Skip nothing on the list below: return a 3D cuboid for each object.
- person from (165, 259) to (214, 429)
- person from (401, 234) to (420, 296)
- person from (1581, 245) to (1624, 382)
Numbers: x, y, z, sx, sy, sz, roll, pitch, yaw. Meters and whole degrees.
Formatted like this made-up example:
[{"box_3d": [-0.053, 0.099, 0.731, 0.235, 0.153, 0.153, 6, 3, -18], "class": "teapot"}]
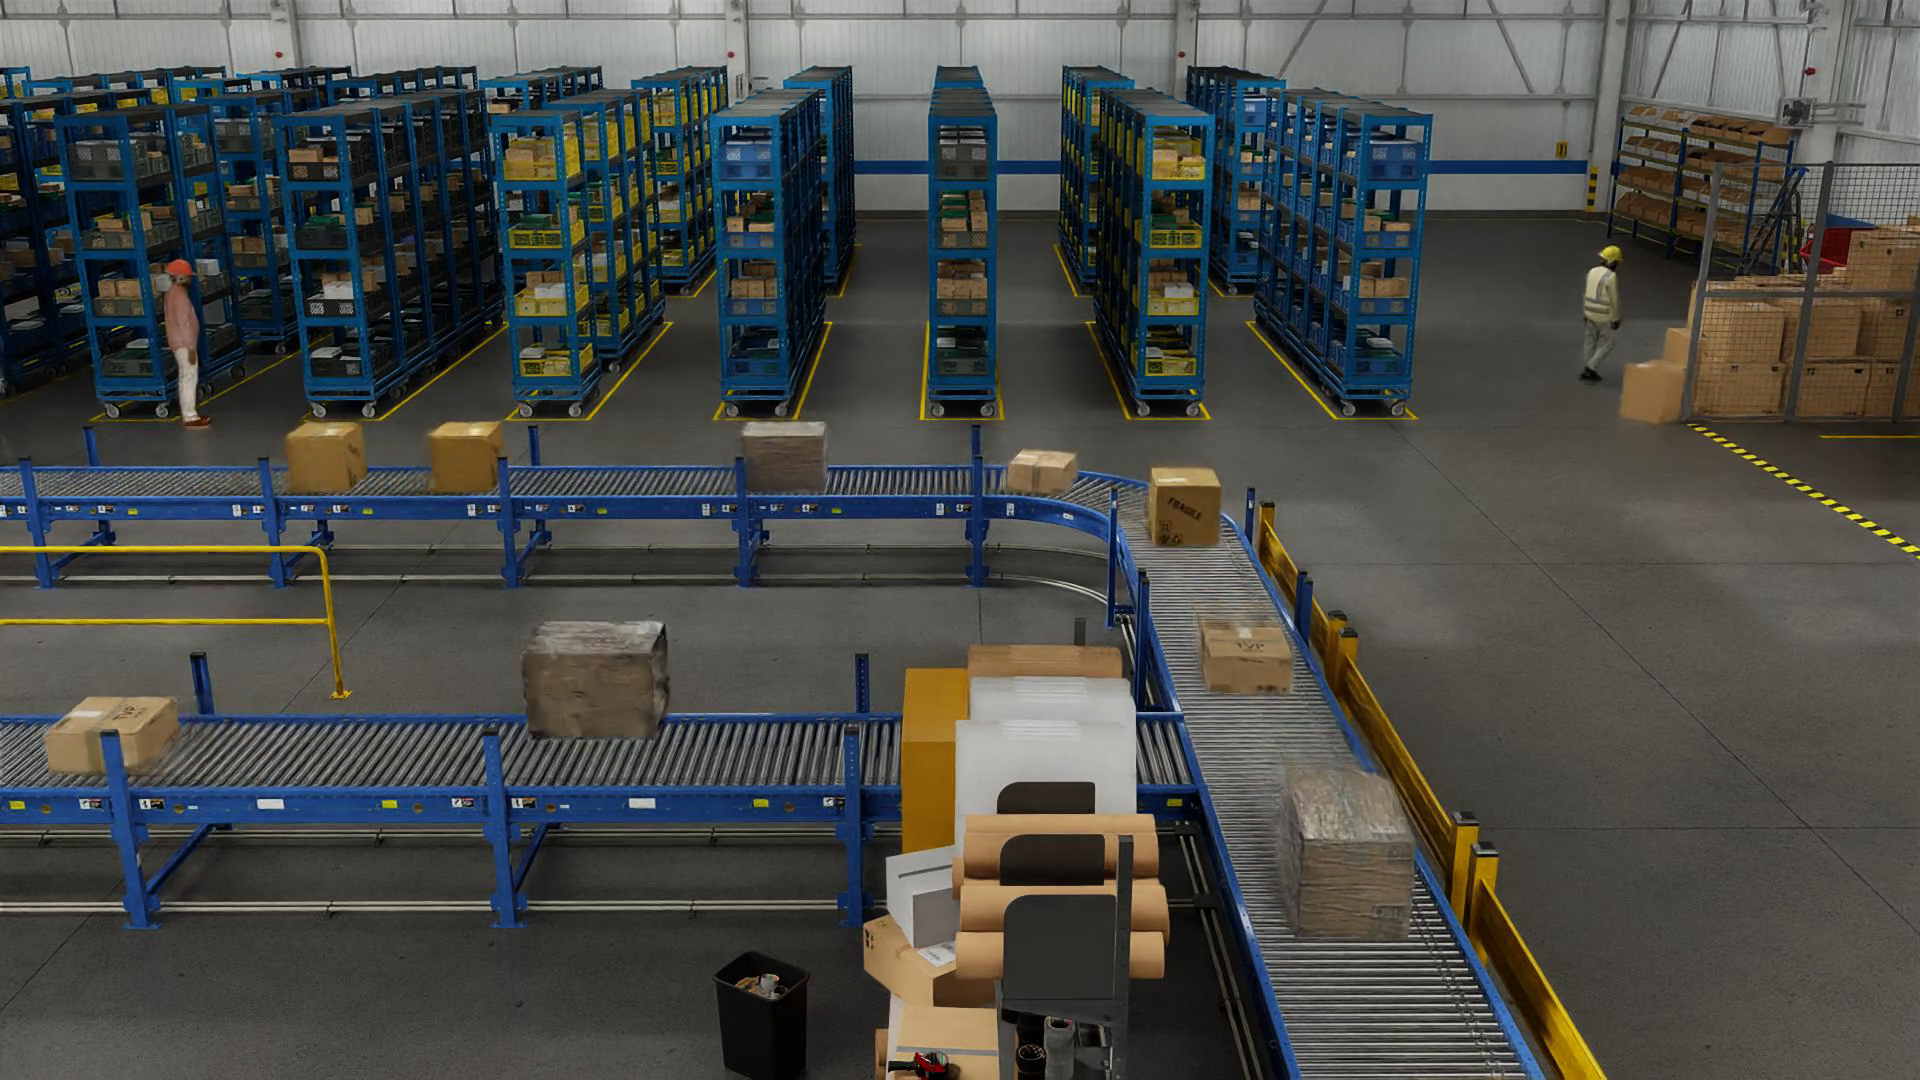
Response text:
[{"box_3d": [-9.054, -2.295, 19.509, 0.421, 1.985, 0.620, -12, 22, -33], "class": "person"}, {"box_3d": [-8.626, -4.347, 26.129, 0.583, 1.793, 0.991, -1, 18, -3], "class": "person"}, {"box_3d": [8.395, -2.951, 21.785, 0.424, 1.815, 0.625, -3, 18, -10], "class": "person"}]
